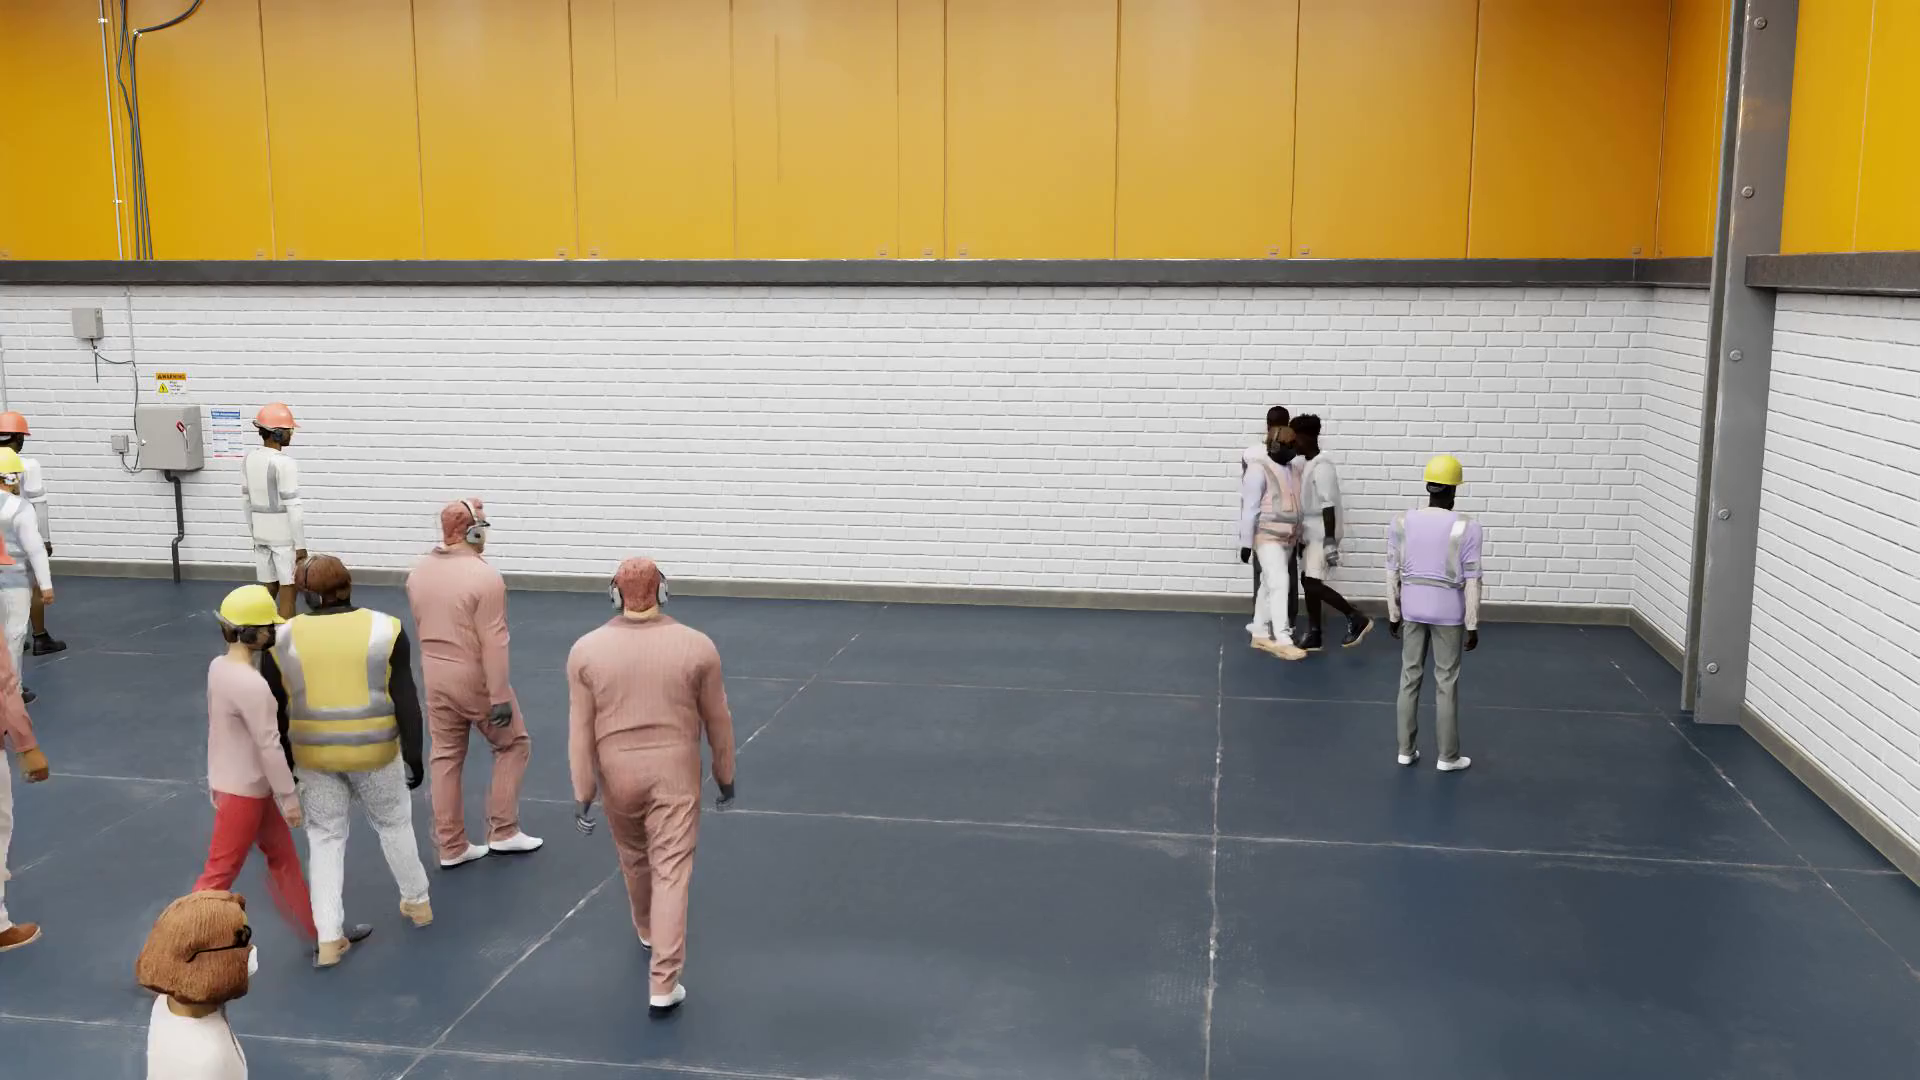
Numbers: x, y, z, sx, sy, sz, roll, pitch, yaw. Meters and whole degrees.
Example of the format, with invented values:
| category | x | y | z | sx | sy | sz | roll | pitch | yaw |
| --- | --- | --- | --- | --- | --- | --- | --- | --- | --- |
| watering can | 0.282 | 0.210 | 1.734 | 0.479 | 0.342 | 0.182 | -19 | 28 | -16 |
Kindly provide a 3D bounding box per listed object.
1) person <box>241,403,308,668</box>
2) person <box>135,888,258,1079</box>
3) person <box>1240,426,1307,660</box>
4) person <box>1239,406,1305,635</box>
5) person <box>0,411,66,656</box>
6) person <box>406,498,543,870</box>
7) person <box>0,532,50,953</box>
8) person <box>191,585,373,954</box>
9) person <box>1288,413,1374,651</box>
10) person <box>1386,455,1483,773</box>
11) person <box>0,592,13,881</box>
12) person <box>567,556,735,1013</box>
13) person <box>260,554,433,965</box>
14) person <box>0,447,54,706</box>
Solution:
| category | x | y | z | sx | sy | sz | roll | pitch | yaw |
| --- | --- | --- | --- | --- | --- | --- | --- | --- | --- |
| person | -5.148 | -0.021 | 12.616 | 0.616 | 2.041 | 0.381 | 6 | 11 | 34 |
| person | -1.847 | 1.609 | 3.956 | 0.845 | 1.592 | 0.513 | -4 | 10 | -25 |
| person | 2.566 | 0.022 | 13.042 | 0.761 | 1.815 | 0.646 | 9 | 13 | 43 |
| person | 2.622 | -0.154 | 13.820 | 0.596 | 1.918 | 0.385 | 0 | 9 | -3 |
| person | -7.415 | -0.046 | 13.110 | 0.543 | 1.935 | 0.366 | 1 | 9 | 5 |
| person | -2.448 | 0.720 | 8.510 | 0.671 | 1.887 | 0.659 | 5 | 11 | 30 |
| person | -4.320 | 0.882 | 7.302 | 0.650 | 1.967 | 0.427 | 6 | 11 | 34 |
| person | -3.022 | 1.041 | 7.081 | 0.926 | 1.713 | 0.541 | -7 | 11 | -36 |
| person | 2.874 | -0.042 | 13.119 | 0.640 | 1.932 | 0.613 | 0 | 9 | 1 |
| person | 2.881 | 0.444 | 10.109 | 0.590 | 1.926 | 0.388 | 7 | 12 | 37 |
| person | -4.956 | 0.829 | 8.088 | 0.634 | 1.828 | 0.432 | -5 | 11 | -30 |
| person | -1.297 | 0.983 | 7.060 | 0.669 | 1.839 | 1.052 | -1 | 9 | -6 |
| person | -2.740 | 0.949 | 7.436 | 0.660 | 1.798 | 0.689 | -2 | 9 | -14 |
| person | -6.576 | 0.261 | 11.562 | 0.628 | 1.814 | 0.518 | 3 | 10 | 16 |
